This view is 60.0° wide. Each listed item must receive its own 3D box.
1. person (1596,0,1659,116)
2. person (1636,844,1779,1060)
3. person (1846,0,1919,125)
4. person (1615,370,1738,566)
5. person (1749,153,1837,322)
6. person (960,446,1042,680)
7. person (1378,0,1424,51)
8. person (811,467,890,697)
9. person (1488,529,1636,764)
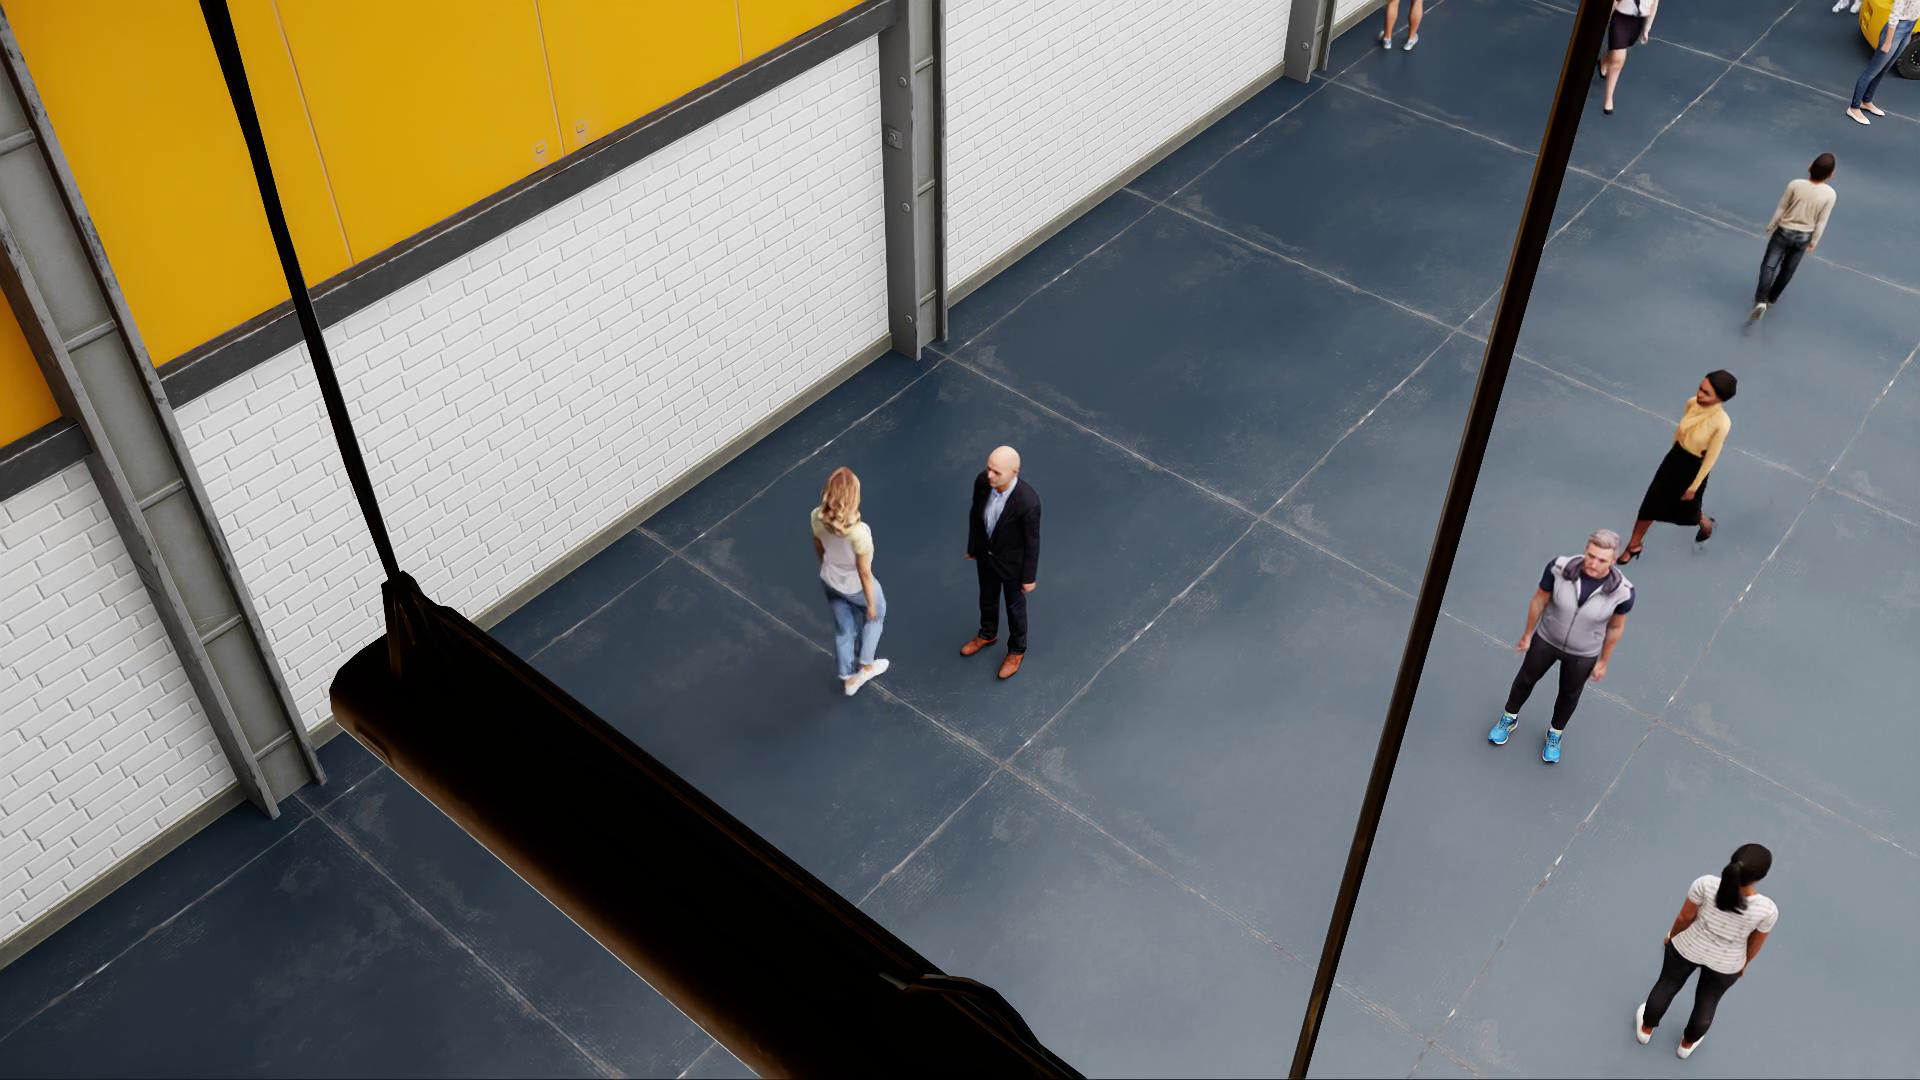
[{"bbox_3d":[6.399,-4.947,16.006,0.976,1.603,1.058,-5,44,-6],"label":"person"},{"bbox_3d":[3.852,2.116,8.564,0.592,1.643,0.550,22,48,21],"label":"person"},{"bbox_3d":[8.887,-4.830,15.793,0.525,1.727,0.680,-27,50,-25],"label":"person"},{"bbox_3d":[4.990,-0.454,11.274,1.069,1.625,0.856,-17,46,-17],"label":"person"},{"bbox_3d":[6.736,-2.436,13.482,0.714,1.448,0.961,17,46,17],"label":"person"},{"bbox_3d":[0.274,0.106,10.559,0.674,1.800,0.557,30,51,27],"label":"person"},{"bbox_3d":[4.564,-5.858,16.781,0.765,1.853,0.751,7,44,7],"label":"person"},{"bbox_3d":[-0.764,0.337,10.390,0.722,1.698,0.679,29,51,27],"label":"person"},{"bbox_3d":[3.657,0.608,10.011,0.729,1.829,0.631,20,47,20],"label":"person"}]
